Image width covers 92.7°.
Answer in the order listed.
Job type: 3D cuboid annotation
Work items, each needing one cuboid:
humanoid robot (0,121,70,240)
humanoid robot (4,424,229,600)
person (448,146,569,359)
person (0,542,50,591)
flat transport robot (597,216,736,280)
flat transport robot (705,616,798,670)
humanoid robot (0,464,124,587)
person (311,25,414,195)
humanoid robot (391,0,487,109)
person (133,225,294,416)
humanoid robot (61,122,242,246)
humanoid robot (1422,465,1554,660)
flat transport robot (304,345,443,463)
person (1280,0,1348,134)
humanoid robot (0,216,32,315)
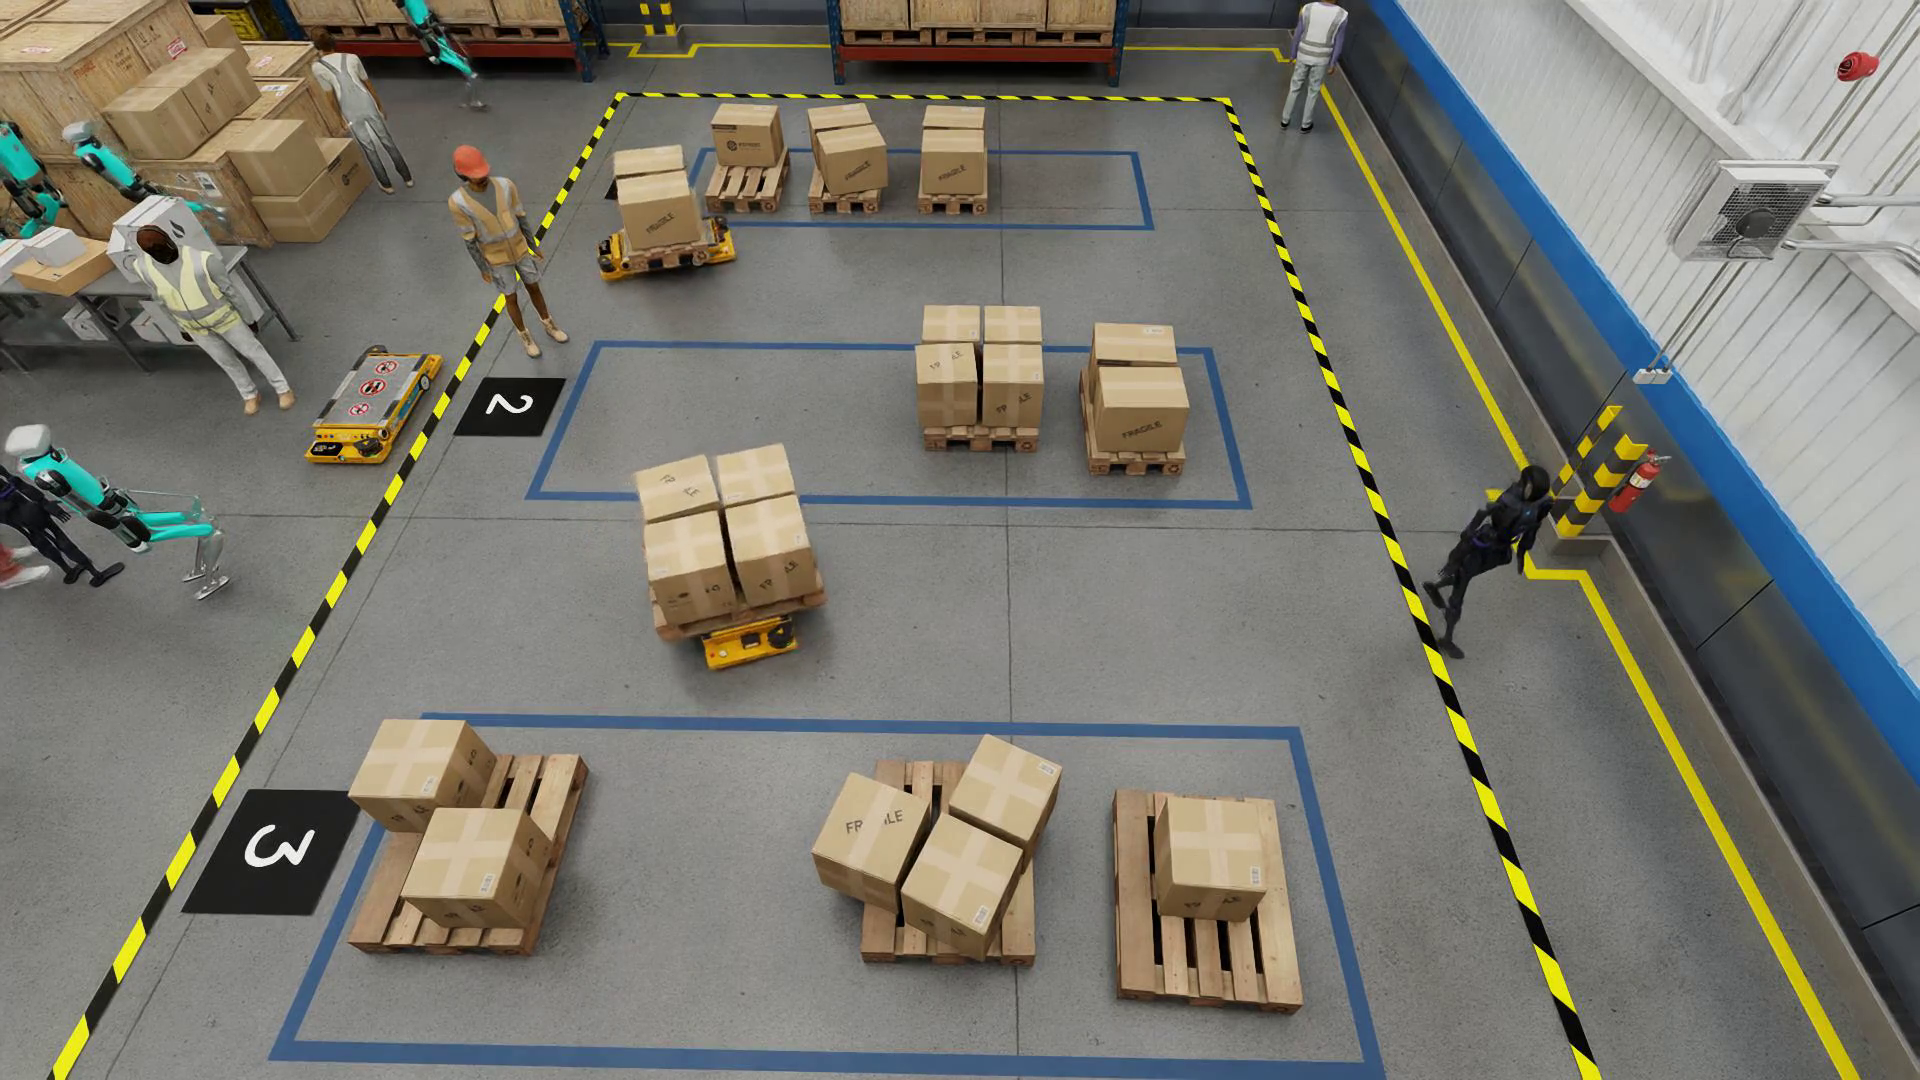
[{"bbox_3d":[-9.490,-3.442,9.279,0.679,1.750,0.549,-5,50,-4],"label":"humanoid robot"},{"bbox_3d":[-5.779,-0.244,6.524,0.735,1.676,0.533,-35,58,-26],"label":"humanoid robot"},{"bbox_3d":[-4.152,-2.623,8.427,0.377,2.041,0.612,35,58,26],"label":"person"},{"bbox_3d":[-7.496,-0.351,6.595,0.610,1.905,0.422,33,57,25],"label":"person"},{"bbox_3d":[-3.239,-3.235,10.086,1.431,0.197,0.652,-12,51,-10],"label":"flat transport robot"},{"bbox_3d":[-1.716,0.302,7.093,0.652,0.197,1.431,-13,51,-11],"label":"flat transport robot"},{"bbox_3d":[-6.919,-0.288,6.678,0.599,1.657,0.315,10,50,8],"label":"humanoid robot"},{"bbox_3d":[-6.844,-4.875,10.458,0.505,1.846,0.344,-32,57,-24],"label":"person"},{"bbox_3d":[-6.570,-6.353,11.784,0.816,1.772,0.556,4,50,3],"label":"humanoid robot"},{"bbox_3d":[-6.456,-1.888,7.944,0.631,1.834,0.429,-12,51,-10],"label":"person"},{"bbox_3d":[-8.011,-3.477,9.380,0.997,1.737,0.578,-25,54,-20],"label":"humanoid robot"},{"bbox_3d":[3.698,0.113,6.375,0.586,1.625,0.765,-7,50,-6],"label":"humanoid robot"},{"bbox_3d":[-5.383,-1.269,8.441,0.659,0.231,1.431,1,50,1],"label":"flat transport robot"},{"bbox_3d":[4.429,-6.044,11.458,0.599,1.827,0.404,23,54,19],"label":"person"},{"bbox_3d":[-9.350,-2.751,8.769,0.788,1.814,0.543,-16,52,-13],"label":"humanoid robot"}]
